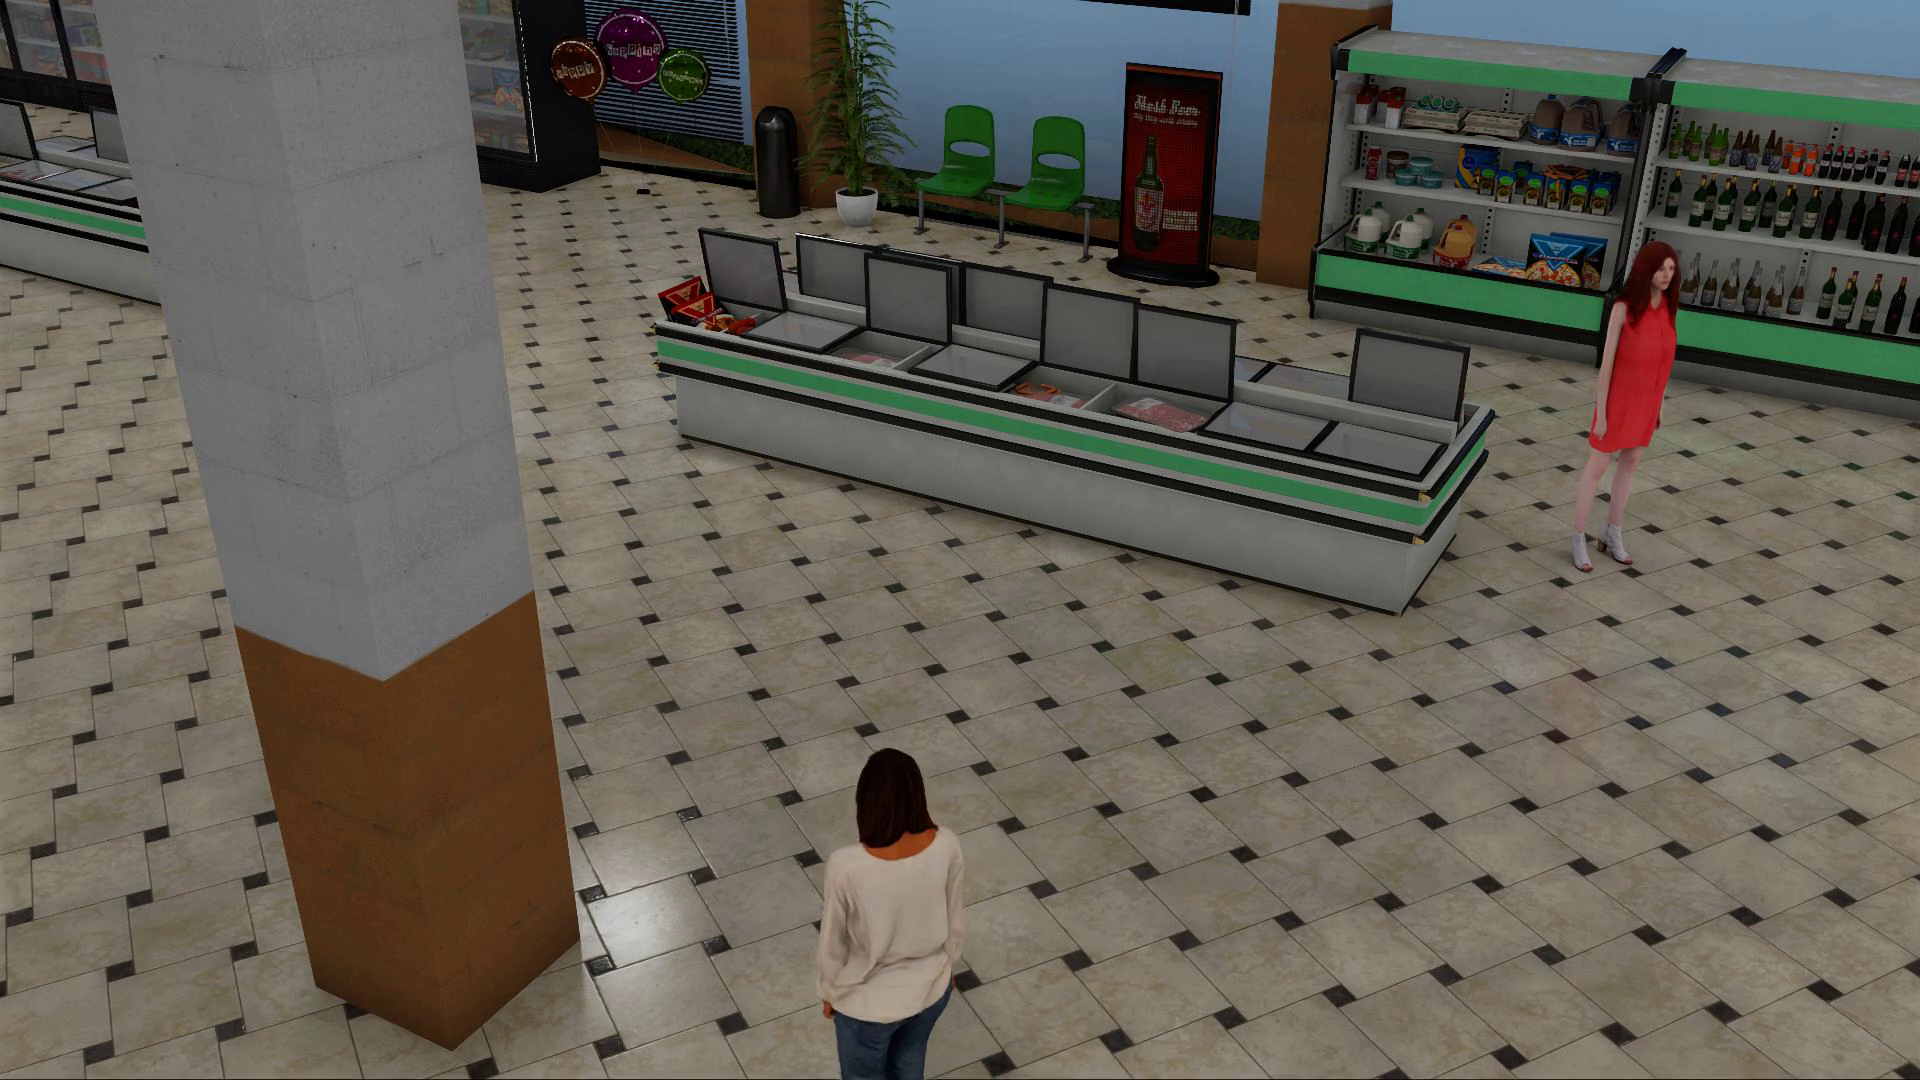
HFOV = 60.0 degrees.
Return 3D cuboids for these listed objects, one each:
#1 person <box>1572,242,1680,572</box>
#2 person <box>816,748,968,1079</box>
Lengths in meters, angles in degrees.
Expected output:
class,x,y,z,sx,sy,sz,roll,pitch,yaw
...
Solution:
class,x,y,z,sx,sy,sz,roll,pitch,yaw
person,3.582,-0.711,8.943,0.657,1.827,0.702,-9,28,-17
person,-0.176,1.391,4.981,0.933,1.663,1.031,-10,29,-19
